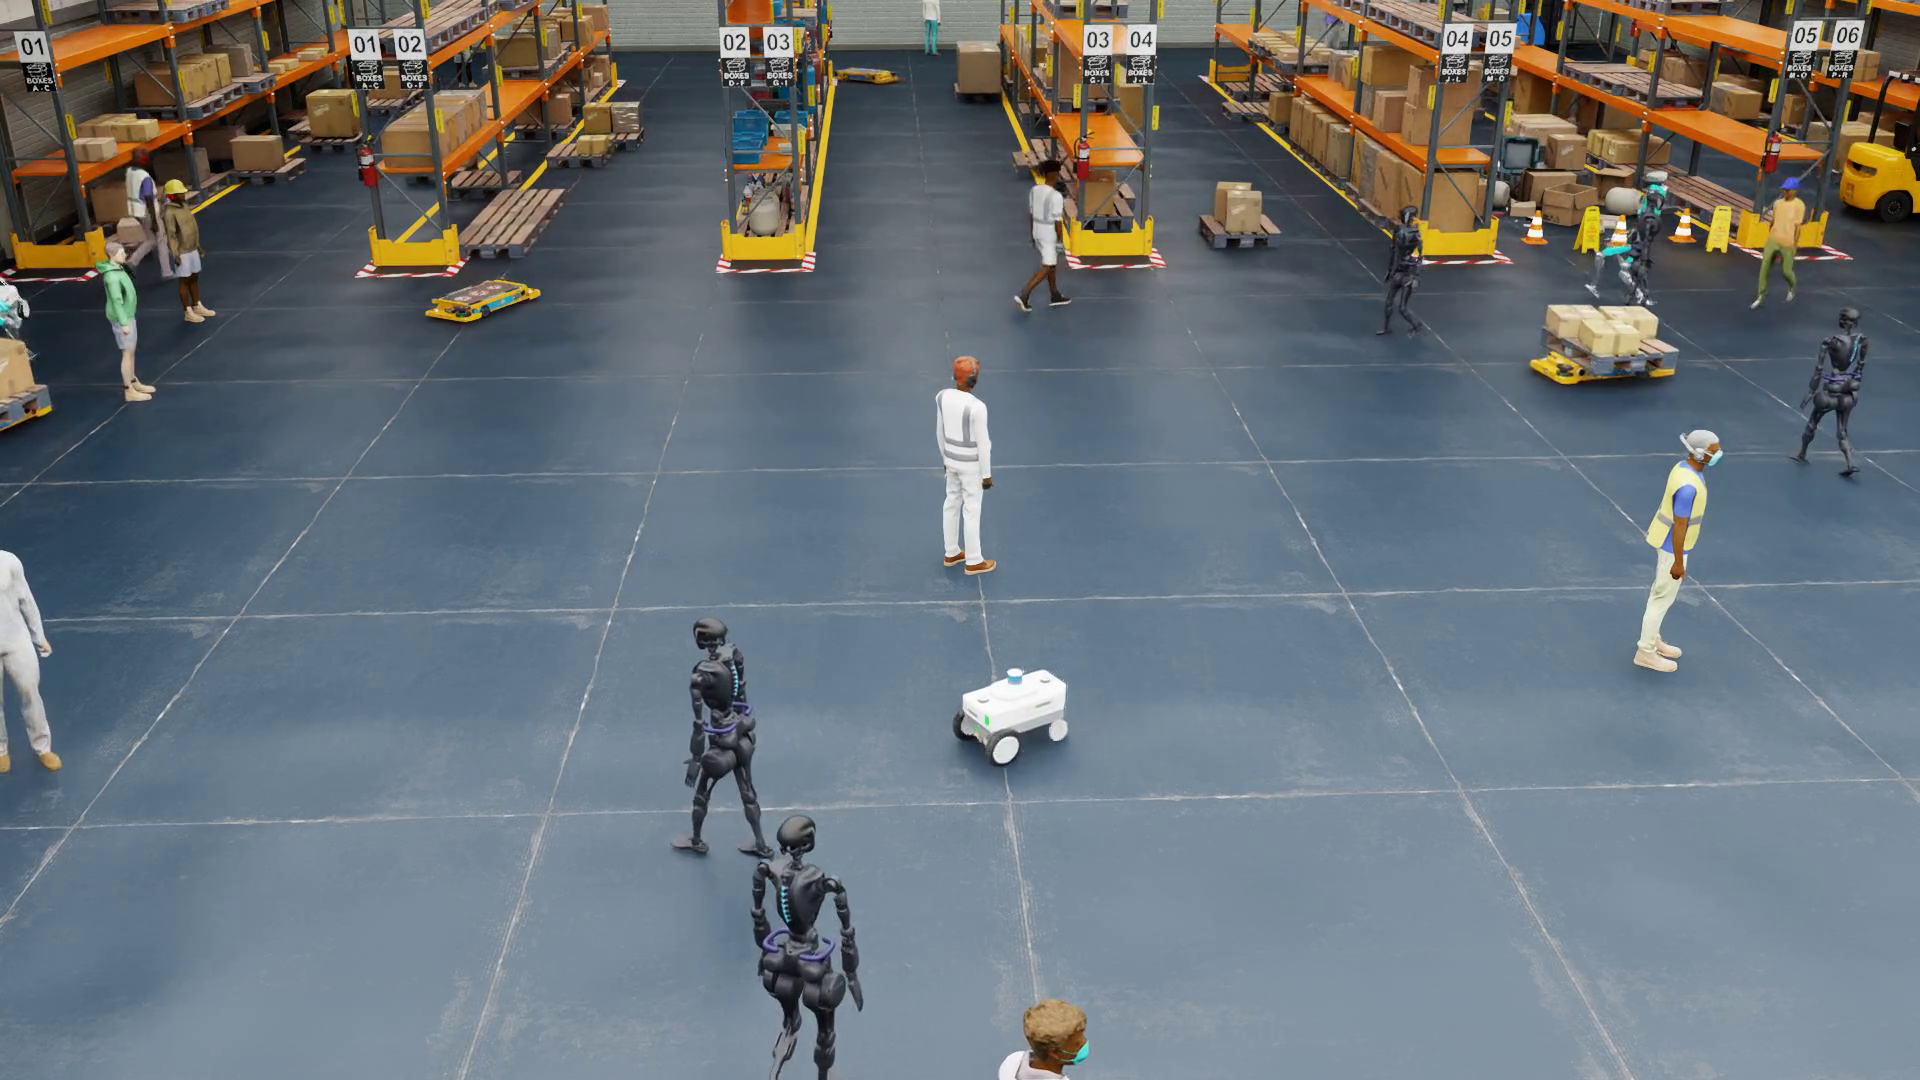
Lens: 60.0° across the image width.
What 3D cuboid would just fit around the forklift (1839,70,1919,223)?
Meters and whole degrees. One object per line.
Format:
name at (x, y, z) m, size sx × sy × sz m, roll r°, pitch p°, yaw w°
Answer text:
forklift at (15.132, -6.143, 25.915) m, size 2.313 × 2.155 × 1.214 m, roll -1°, pitch 24°, yaw -2°

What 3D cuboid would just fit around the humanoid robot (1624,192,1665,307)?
humanoid robot at (8.454, -3.484, 20.580) m, size 0.420 × 1.647 × 0.584 m, roll 11°, pitch 26°, yaw 23°

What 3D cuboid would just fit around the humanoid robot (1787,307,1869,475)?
humanoid robot at (8.468, -1.435, 16.026) m, size 0.589 × 1.635 × 0.768 m, roll -7°, pitch 25°, yaw -14°

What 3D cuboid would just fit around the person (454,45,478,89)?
person at (-11.260, -11.086, 37.625) m, size 0.534 × 1.696 × 0.318 m, roll 5°, pitch 25°, yaw 12°

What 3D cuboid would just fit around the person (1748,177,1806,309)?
person at (10.542, -3.804, 21.262) m, size 0.713 × 1.688 × 0.450 m, roll -18°, pitch 30°, yaw -35°

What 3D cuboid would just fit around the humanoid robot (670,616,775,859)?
humanoid robot at (-1.476, 1.192, 10.075) m, size 0.642 × 1.636 × 0.600 m, roll 10°, pitch 26°, yaw 22°

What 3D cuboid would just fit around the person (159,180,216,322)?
person at (-9.693, -3.618, 20.762) m, size 0.401 × 1.764 × 0.538 m, roll 3°, pitch 24°, yaw 7°

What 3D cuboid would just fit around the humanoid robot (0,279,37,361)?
humanoid robot at (-11.143, -2.843, 19.191) m, size 0.786 × 1.888 × 0.543 m, roll 2°, pitch 24°, yaw 4°

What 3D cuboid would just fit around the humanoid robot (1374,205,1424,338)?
humanoid robot at (5.397, -3.231, 20.023) m, size 0.494 × 1.645 × 0.599 m, roll -11°, pitch 26°, yaw -23°

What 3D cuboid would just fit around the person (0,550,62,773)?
person at (-6.342, 0.682, 10.956) m, size 0.582 × 1.900 × 0.370 m, roll -20°, pitch 31°, yaw -37°

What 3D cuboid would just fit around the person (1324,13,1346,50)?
person at (9.450, -12.854, 41.518) m, size 0.902 × 1.758 × 0.627 m, roll -4°, pitch 24°, yaw -9°

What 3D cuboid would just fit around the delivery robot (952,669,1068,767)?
delivery robot at (0.353, 1.190, 11.470) m, size 0.803 × 0.614 × 0.499 m, roll -15°, pitch 28°, yaw -30°

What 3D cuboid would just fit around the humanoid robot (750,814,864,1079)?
humanoid robot at (-0.789, 2.099, 8.018) m, size 0.599 × 1.642 × 0.506 m, roll 11°, pitch 26°, yaw 23°

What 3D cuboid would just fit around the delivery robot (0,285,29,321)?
delivery robot at (-11.965, -2.928, 20.691) m, size 0.525 × 0.587 × 0.743 m, roll -5°, pitch 24°, yaw -10°

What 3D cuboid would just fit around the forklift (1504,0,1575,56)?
forklift at (14.700, -13.805, 42.301) m, size 1.873 × 2.768 × 1.129 m, roll -1°, pitch 24°, yaw -2°

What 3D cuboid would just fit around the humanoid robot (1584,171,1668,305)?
humanoid robot at (8.593, -3.921, 21.556) m, size 1.037 × 1.779 × 0.530 m, roll 16°, pitch 29°, yaw 32°

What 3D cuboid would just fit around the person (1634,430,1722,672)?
person at (5.304, 0.063, 12.354) m, size 0.398 × 1.886 × 0.510 m, roll 10°, pitch 26°, yaw 21°

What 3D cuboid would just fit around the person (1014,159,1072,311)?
person at (1.061, -3.865, 21.115) m, size 0.893 × 1.937 × 0.605 m, roll -13°, pitch 27°, yaw -28°

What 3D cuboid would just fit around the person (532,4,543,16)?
person at (-10.450, -12.627, 40.885) m, size 0.509 × 1.863 × 0.374 m, roll 3°, pitch 24°, yaw 6°

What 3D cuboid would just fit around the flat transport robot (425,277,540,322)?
flat transport robot at (-6.139, -3.096, 21.429) m, size 0.659 × 0.231 × 1.431 m, roll 12°, pitch 27°, yaw 25°

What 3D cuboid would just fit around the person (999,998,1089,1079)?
person at (0.325, 2.615, 6.578) m, size 0.361 × 1.912 × 0.492 m, roll -14°, pitch 27°, yaw -28°

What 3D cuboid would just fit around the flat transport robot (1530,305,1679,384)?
flat transport robot at (7.339, -2.004, 18.976) m, size 1.431 × 0.231 × 0.659 m, roll -5°, pitch 25°, yaw -12°

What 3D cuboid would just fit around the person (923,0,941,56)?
person at (-0.709, -13.298, 42.511) m, size 0.532 × 1.766 × 0.325 m, roll 18°, pitch 30°, yaw 35°

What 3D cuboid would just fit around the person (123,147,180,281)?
person at (-10.973, -4.355, 22.350) m, size 0.571 × 1.816 × 0.637 m, roll 19°, pitch 30°, yaw 36°

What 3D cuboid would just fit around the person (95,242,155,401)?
person at (-9.042, -2.366, 17.994) m, size 0.317 × 1.736 × 0.478 m, roll -7°, pitch 25°, yaw -16°

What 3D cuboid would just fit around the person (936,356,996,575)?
person at (0.051, -0.625, 13.892) m, size 0.356 × 1.884 × 0.574 m, roll -21°, pitch 32°, yaw -39°

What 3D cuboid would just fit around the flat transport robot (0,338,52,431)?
flat transport robot at (-10.192, -1.207, 17.184) m, size 0.659 × 0.231 × 1.431 m, roll 6°, pitch 25°, yaw 13°

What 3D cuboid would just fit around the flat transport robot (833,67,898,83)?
flat transport robot at (-2.226, -10.839, 38.828) m, size 1.431 × 0.231 × 0.659 m, roll 14°, pitch 27°, yaw 28°
